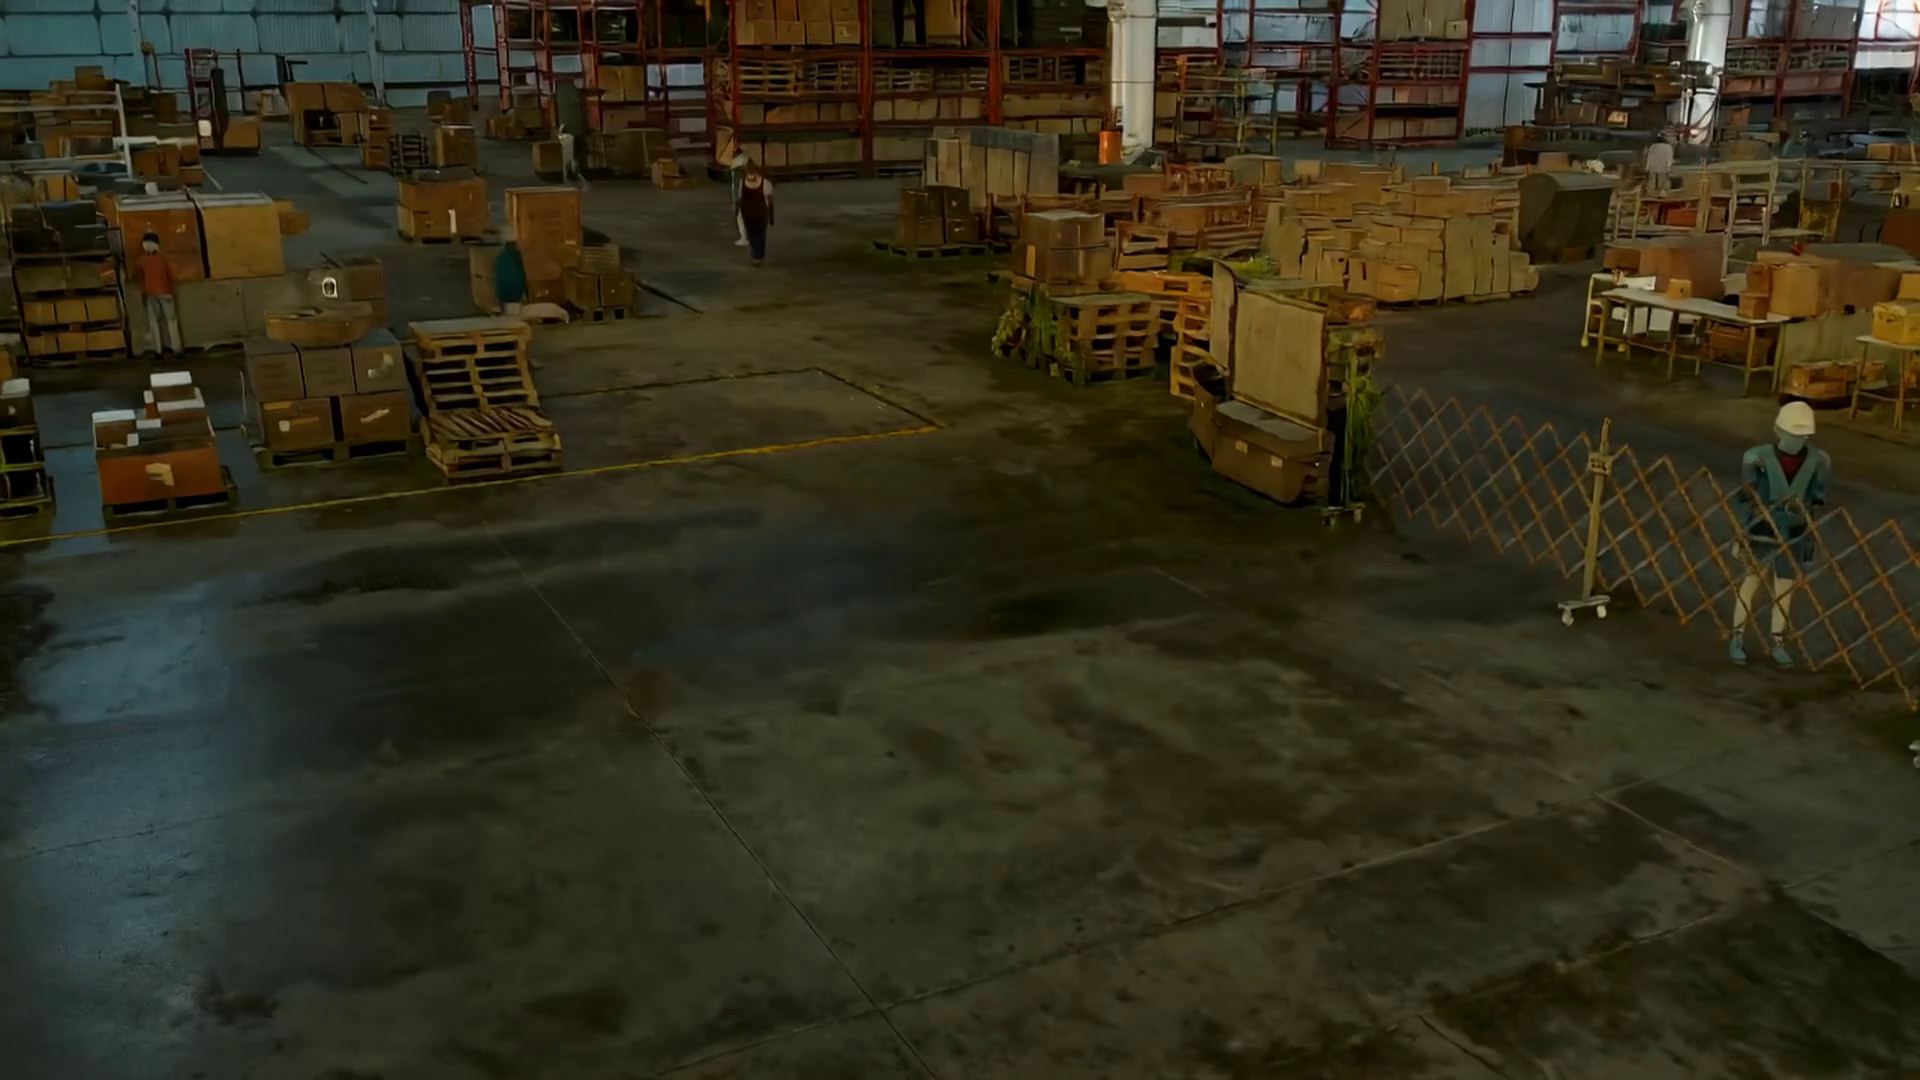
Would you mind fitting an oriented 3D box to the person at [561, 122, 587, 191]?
[{"bbox_3d":[-10.354,-10.168,44.230,0.773,1.838,0.521,8,20,24],"label":"person"}]

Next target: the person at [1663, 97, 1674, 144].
[{"bbox_3d":[23.348,-13.598,54.779,0.701,1.924,0.634,-3,18,-9],"label":"person"}]

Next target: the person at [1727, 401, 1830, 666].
[{"bbox_3d":[6.050,-0.039,12.320,0.605,2.034,0.397,3,18,10],"label":"person"}]

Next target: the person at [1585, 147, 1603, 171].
[{"bbox_3d":[14.680,-8.245,38.482,0.709,1.674,0.543,-7,19,-20],"label":"person"}]

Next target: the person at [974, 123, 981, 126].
[{"bbox_3d":[0.471,-12.630,52.162,0.569,1.662,0.477,15,23,39],"label":"person"}]

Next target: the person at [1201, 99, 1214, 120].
[{"bbox_3d":[9.131,-15.552,61.401,0.502,1.587,0.855,-9,20,-27],"label":"person"}]

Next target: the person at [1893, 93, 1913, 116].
[{"bbox_3d":[31.673,-14.022,56.025,0.626,1.969,0.448,8,19,23],"label":"person"}]

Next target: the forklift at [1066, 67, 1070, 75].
[{"bbox_3d":[4.726,-18.818,69.502,1.873,2.768,1.129,-7,19,-22],"label":"forklift"}]

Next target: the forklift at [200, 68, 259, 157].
[{"bbox_3d":[-24.369,-14.147,54.940,1.873,2.768,1.129,-9,20,-26],"label":"forklift"}]

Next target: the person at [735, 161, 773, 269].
[{"bbox_3d":[-3.910,-6.195,31.500,0.692,2.000,1.056,2,18,6],"label":"person"}]

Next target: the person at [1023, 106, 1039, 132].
[{"bbox_3d":[2.266,-13.093,53.556,0.531,1.699,0.320,6,19,19],"label":"person"}]

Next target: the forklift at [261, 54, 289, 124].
[{"bbox_3d":[-28.620,-19.103,70.388,1.873,2.768,1.129,-9,20,-26],"label":"forklift"}]

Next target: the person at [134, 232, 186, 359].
[{"bbox_3d":[-11.205,-3.413,23.270,0.524,1.769,0.308,-4,18,-13],"label":"person"}]

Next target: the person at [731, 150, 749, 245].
[{"bbox_3d":[-4.542,-7.101,34.497,0.376,1.934,0.548,14,23,37],"label":"person"}]

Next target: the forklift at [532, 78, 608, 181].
[{"bbox_3d":[-11.175,-11.689,47.276,1.873,2.768,1.129,-9,20,-26],"label":"forklift"}]

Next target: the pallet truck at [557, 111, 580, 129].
[{"bbox_3d":[-13.495,-14.412,57.188,0.823,1.965,1.885,-3,18,-9],"label":"pallet truck"}]

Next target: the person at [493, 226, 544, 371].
[{"bbox_3d":[-6.153,-3.285,22.569,0.922,1.963,0.615,3,18,9],"label":"person"}]

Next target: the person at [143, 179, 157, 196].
[{"bbox_3d":[-14.290,-5.467,29.527,0.551,1.851,0.569,9,20,26],"label":"person"}]

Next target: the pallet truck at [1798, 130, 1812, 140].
[{"bbox_3d":[25.526,-11.556,49.408,1.630,1.274,0.653,-9,20,-26],"label":"pallet truck"}]

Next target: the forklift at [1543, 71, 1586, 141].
[{"bbox_3d":[18.685,-13.231,52.085,1.873,2.768,1.129,-9,20,-26],"label":"forklift"}]

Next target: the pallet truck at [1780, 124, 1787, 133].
[{"bbox_3d":[25.206,-12.542,52.601,1.601,1.201,0.680,0,18,-2],"label":"pallet truck"}]

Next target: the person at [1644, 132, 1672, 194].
[{"bbox_3d":[17.078,-9.056,40.750,0.591,1.837,0.403,6,19,17],"label":"person"}]

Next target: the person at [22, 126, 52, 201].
[{"bbox_3d":[-22.797,-9.218,41.058,0.390,1.959,0.603,9,20,25],"label":"person"}]

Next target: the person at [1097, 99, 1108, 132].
[{"bbox_3d":[4.871,-13.923,55.983,0.634,1.813,0.470,-10,21,-29],"label":"person"}]
